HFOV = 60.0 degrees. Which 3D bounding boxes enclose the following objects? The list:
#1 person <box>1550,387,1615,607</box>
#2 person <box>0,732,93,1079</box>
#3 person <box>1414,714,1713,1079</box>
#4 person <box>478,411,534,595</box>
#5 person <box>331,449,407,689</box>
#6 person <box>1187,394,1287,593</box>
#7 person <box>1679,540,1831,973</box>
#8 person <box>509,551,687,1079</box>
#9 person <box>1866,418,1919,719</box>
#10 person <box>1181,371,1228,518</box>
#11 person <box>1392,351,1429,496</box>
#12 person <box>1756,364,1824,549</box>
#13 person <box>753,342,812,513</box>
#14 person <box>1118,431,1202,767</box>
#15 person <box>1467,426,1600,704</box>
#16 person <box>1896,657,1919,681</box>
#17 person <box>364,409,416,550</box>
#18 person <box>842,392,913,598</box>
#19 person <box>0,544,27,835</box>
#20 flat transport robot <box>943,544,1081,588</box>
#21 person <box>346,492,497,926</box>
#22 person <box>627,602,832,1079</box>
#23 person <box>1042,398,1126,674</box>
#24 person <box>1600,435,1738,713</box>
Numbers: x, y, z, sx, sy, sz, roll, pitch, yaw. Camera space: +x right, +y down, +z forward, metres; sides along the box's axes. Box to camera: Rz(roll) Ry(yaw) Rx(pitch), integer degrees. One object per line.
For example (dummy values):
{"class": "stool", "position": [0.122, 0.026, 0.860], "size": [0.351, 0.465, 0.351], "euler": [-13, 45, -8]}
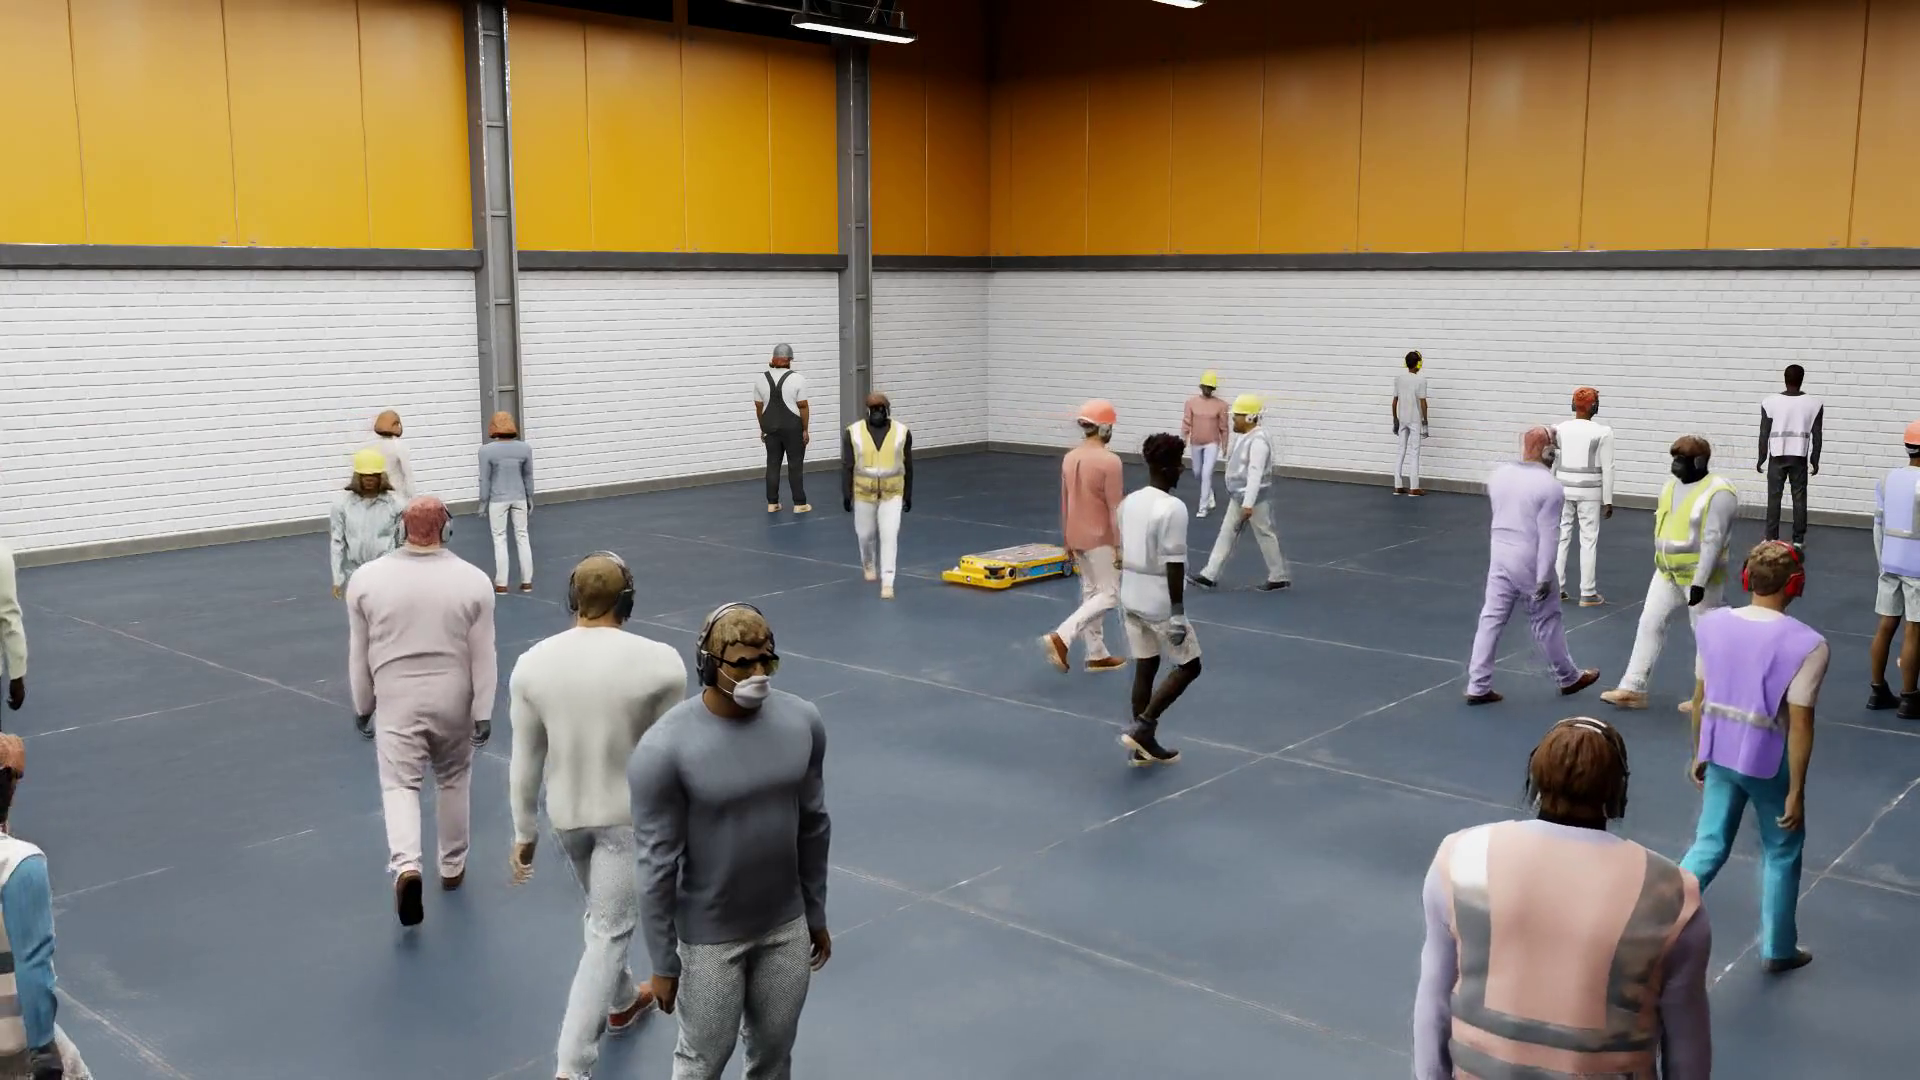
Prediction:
{"class": "person", "position": [5.320, -0.372, 14.286], "size": [0.587, 1.882, 0.341], "euler": [8, 12, 41]}
{"class": "person", "position": [-2.589, 1.307, 4.525], "size": [0.545, 1.620, 0.457], "euler": [4, 10, 21]}
{"class": "person", "position": [1.447, 1.297, 3.998], "size": [0.650, 1.819, 0.638], "euler": [5, 10, 27]}
{"class": "person", "position": [-4.035, -0.331, 14.814], "size": [0.507, 1.631, 0.268], "euler": [-7, 11, -36]}
{"class": "person", "position": [-3.914, 0.224, 11.093], "size": [0.485, 1.704, 0.857], "euler": [-2, 9, -13]}
{"class": "person", "position": [2.495, -0.396, 14.737], "size": [0.948, 1.781, 0.617], "euler": [-1, 9, -8]}
{"class": "person", "position": [3.094, 0.896, 6.586], "size": [0.909, 1.809, 0.573], "euler": [-5, 10, -30]}
{"class": "person", "position": [-1.265, 0.981, 5.814], "size": [0.617, 1.889, 1.051], "euler": [2, 9, 14]}
{"class": "person", "position": [6.116, 0.176, 10.672], "size": [0.364, 1.939, 0.542], "euler": [-2, 9, -13]}
{"class": "person", "position": [2.926, -1.161, 19.726], "size": [0.557, 1.728, 0.767], "euler": [4, 10, 26]}
{"class": "person", "position": [5.805, -1.497, 21.400], "size": [0.317, 1.867, 0.531], "euler": [-8, 12, -41]}
{"class": "person", "position": [8.582, -0.855, 17.218], "size": [0.597, 1.915, 0.370], "euler": [3, 10, 19]}
{"class": "person", "position": [-2.086, -1.347, 19.918], "size": [0.675, 2.000, 0.536], "euler": [3, 10, 19]}
{"class": "person", "position": [1.139, 0.353, 9.505], "size": [0.419, 1.950, 0.646], "euler": [-4, 10, -26]}
{"class": "person", "position": [3.795, 0.165, 11.030], "size": [1.032, 1.842, 0.637], "euler": [-5, 10, -28]}
{"class": "person", "position": [6.824, 0.166, 11.133], "size": [0.648, 1.813, 1.022], "euler": [-4, 10, -25]}
{"class": "person", "position": [-5.212, -0.379, 15.159], "size": [0.505, 1.620, 0.465], "euler": [4, 10, 22]}
{"class": "person", "position": [-0.737, -0.430, 14.885], "size": [0.634, 1.818, 0.831], "euler": [0, 9, -3]}
{"class": "person", "position": [-4.651, 0.639, 7.666], "size": [0.608, 1.978, 0.530], "euler": [-3, 10, -21]}
{"class": "flat transport robot", "position": [0.562, 0.228, 15.563], "size": [0.652, 0.197, 1.431], "euler": [8, 12, 42]}
{"class": "person", "position": [-2.377, 0.731, 7.394], "size": [0.638, 1.877, 0.852], "euler": [-3, 10, -18]}
{"class": "person", "position": [-0.644, 1.120, 4.792], "size": [0.623, 1.932, 0.367], "euler": [-8, 12, -41]}
{"class": "person", "position": [0.886, -0.004, 11.681], "size": [0.695, 1.976, 0.632], "euler": [-5, 10, -30]}
{"class": "person", "position": [4.573, 0.243, 10.673], "size": [0.865, 1.810, 0.629], "euler": [-3, 10, -18]}
